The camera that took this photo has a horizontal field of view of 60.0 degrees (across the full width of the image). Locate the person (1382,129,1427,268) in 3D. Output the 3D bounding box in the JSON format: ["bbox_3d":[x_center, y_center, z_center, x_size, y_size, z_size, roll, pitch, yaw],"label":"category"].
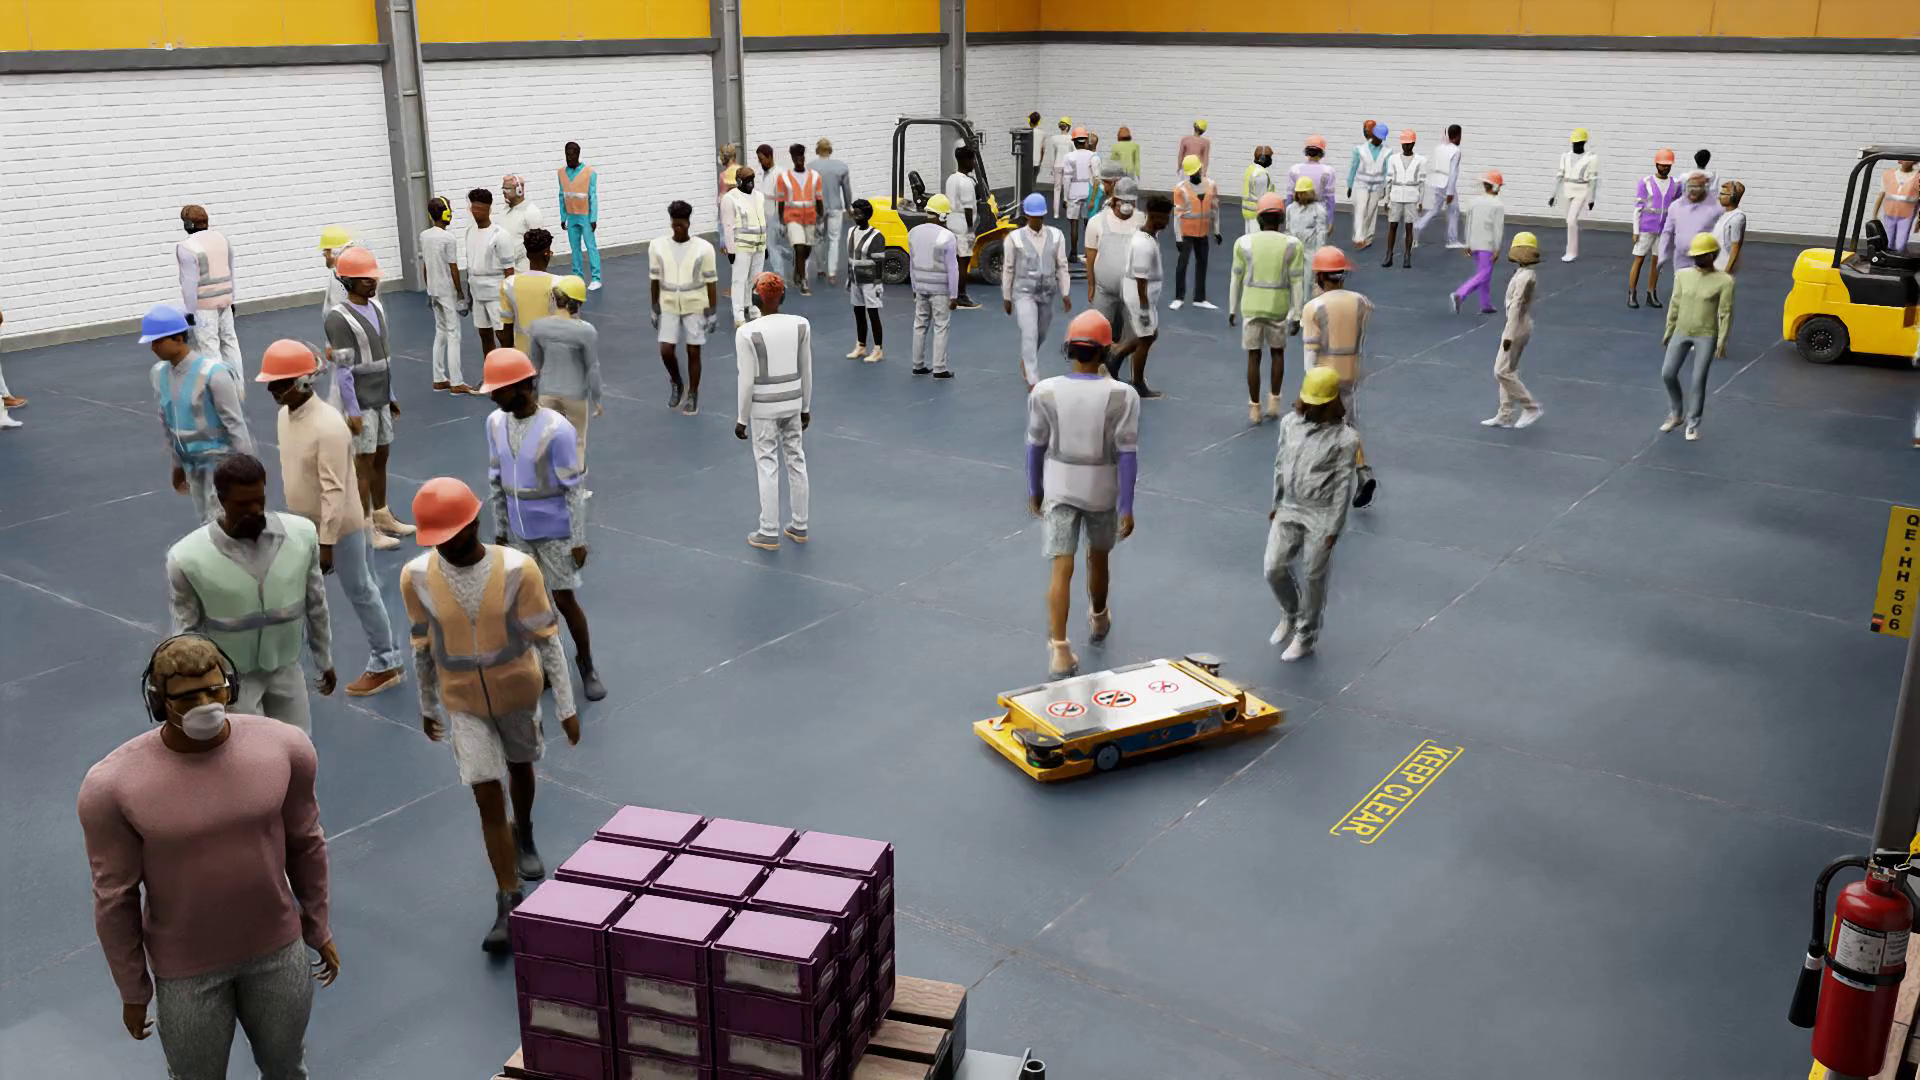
[{"bbox_3d":[6.266,-4.811,23.471,0.550,1.935,0.376,7,19,20],"label":"person"}]

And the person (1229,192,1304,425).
[{"bbox_3d":[2.683,-2.037,14.648,0.629,2.022,0.552,3,18,10],"label":"person"}]

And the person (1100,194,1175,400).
[{"bbox_3d":[1.672,-2.250,15.477,0.634,1.934,0.662,3,18,8],"label":"person"}]

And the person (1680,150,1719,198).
[{"bbox_3d":[10.365,-4.663,23.459,0.549,1.642,0.858,7,19,20],"label":"person"}]

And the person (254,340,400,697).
[{"bbox_3d":[-3.373,-0.046,8.527,0.636,1.948,0.959,14,23,37],"label":"person"}]

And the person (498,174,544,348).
[{"bbox_3d":[-4.609,-2.847,17.378,0.642,1.909,0.409,14,22,37],"label":"person"}]

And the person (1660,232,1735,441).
[{"bbox_3d":[6.245,-1.726,14.119,0.556,1.755,0.366,17,24,42],"label":"person"}]

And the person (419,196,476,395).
[{"bbox_3d":[-4.890,-2.318,15.807,0.523,1.860,0.317,14,22,37],"label":"person"}]

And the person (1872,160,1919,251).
[{"bbox_3d":[12.231,-4.190,21.719,0.554,1.826,0.578,-17,24,-42],"label":"person"}]

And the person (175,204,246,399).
[{"bbox_3d":[-6.950,-2.171,15.374,0.429,1.839,0.634,5,19,16],"label":"person"}]

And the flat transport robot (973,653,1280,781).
[{"bbox_3d":[0.845,0.870,8.396,1.431,0.197,0.652,-9,20,-27],"label":"flat transport robot"}]

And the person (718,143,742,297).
[{"bbox_3d":[-2.871,-4.055,21.140,0.370,1.934,0.629,4,18,12],"label":"person"}]

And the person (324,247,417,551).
[{"bbox_3d":[-3.975,-0.955,11.241,0.377,2.044,0.607,2,18,6],"label":"person"}]

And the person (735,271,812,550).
[{"bbox_3d":[-1.254,-0.867,11.224,0.573,1.883,0.353,-13,22,-35],"label":"person"}]

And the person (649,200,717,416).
[{"bbox_3d":[-2.472,-2.063,14.873,0.619,1.940,0.451,0,18,2],"label":"person"}]

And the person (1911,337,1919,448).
[{"bbox_3d":[8.221,-1.551,13.794,0.526,1.637,0.346,3,18,10],"label":"person"}]

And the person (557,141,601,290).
[{"bbox_3d":[-4.955,-4.228,21.705,0.584,1.910,0.389,7,19,22],"label":"person"}]

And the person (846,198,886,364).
[{"bbox_3d":[-0.977,-2.679,17.208,0.320,1.693,0.537,-16,24,-41],"label":"person"}]

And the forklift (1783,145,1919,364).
[{"bbox_3d":[9.803,-2.879,17.013,2.313,2.155,1.214,12,21,33],"label":"forklift"}]

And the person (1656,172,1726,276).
[{"bbox_3d":[7.874,-3.030,18.008,0.939,1.859,0.668,-16,24,-40],"label":"person"}]

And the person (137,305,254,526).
[{"bbox_3d":[-4.488,-0.446,9.857,0.619,1.914,0.510,11,21,30],"label":"person"}]

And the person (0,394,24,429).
[{"bbox_3d":[-8.511,-1.682,14.223,0.754,1.607,0.519,2,18,5],"label":"person"}]

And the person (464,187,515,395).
[{"bbox_3d":[-4.424,-2.316,15.618,0.613,1.965,0.361,12,21,33],"label":"person"}]

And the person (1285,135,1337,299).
[{"bbox_3d":[4.427,-4.078,21.032,0.639,2.034,0.399,7,19,21],"label":"person"}]

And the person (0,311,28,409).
[{"bbox_3d":[-8.945,-2.154,15.141,0.603,1.951,0.380,10,20,29],"label":"person"}]

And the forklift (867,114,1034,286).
[{"bbox_3d":[-0.171,-4.594,22.377,2.313,2.155,1.214,1,18,3],"label":"forklift"}]

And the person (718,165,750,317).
[{"bbox_3d":[-2.604,-3.533,19.712,0.660,1.793,0.584,12,21,33],"label":"person"}]

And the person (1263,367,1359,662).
[{"bbox_3d":[1.914,-0.129,9.185,0.528,1.708,0.420,15,23,40],"label":"person"}]

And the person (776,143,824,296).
[{"bbox_3d":[-2.079,-4.164,21.494,0.607,1.927,0.907,-7,19,-22],"label":"person"}]

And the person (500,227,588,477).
[{"bbox_3d":[-3.198,-1.415,12.803,0.618,1.963,0.361,2,18,6],"label":"person"}]

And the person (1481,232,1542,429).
[{"bbox_3d":[4.845,-1.795,14.412,0.459,1.713,0.527,7,19,21],"label":"person"}]
